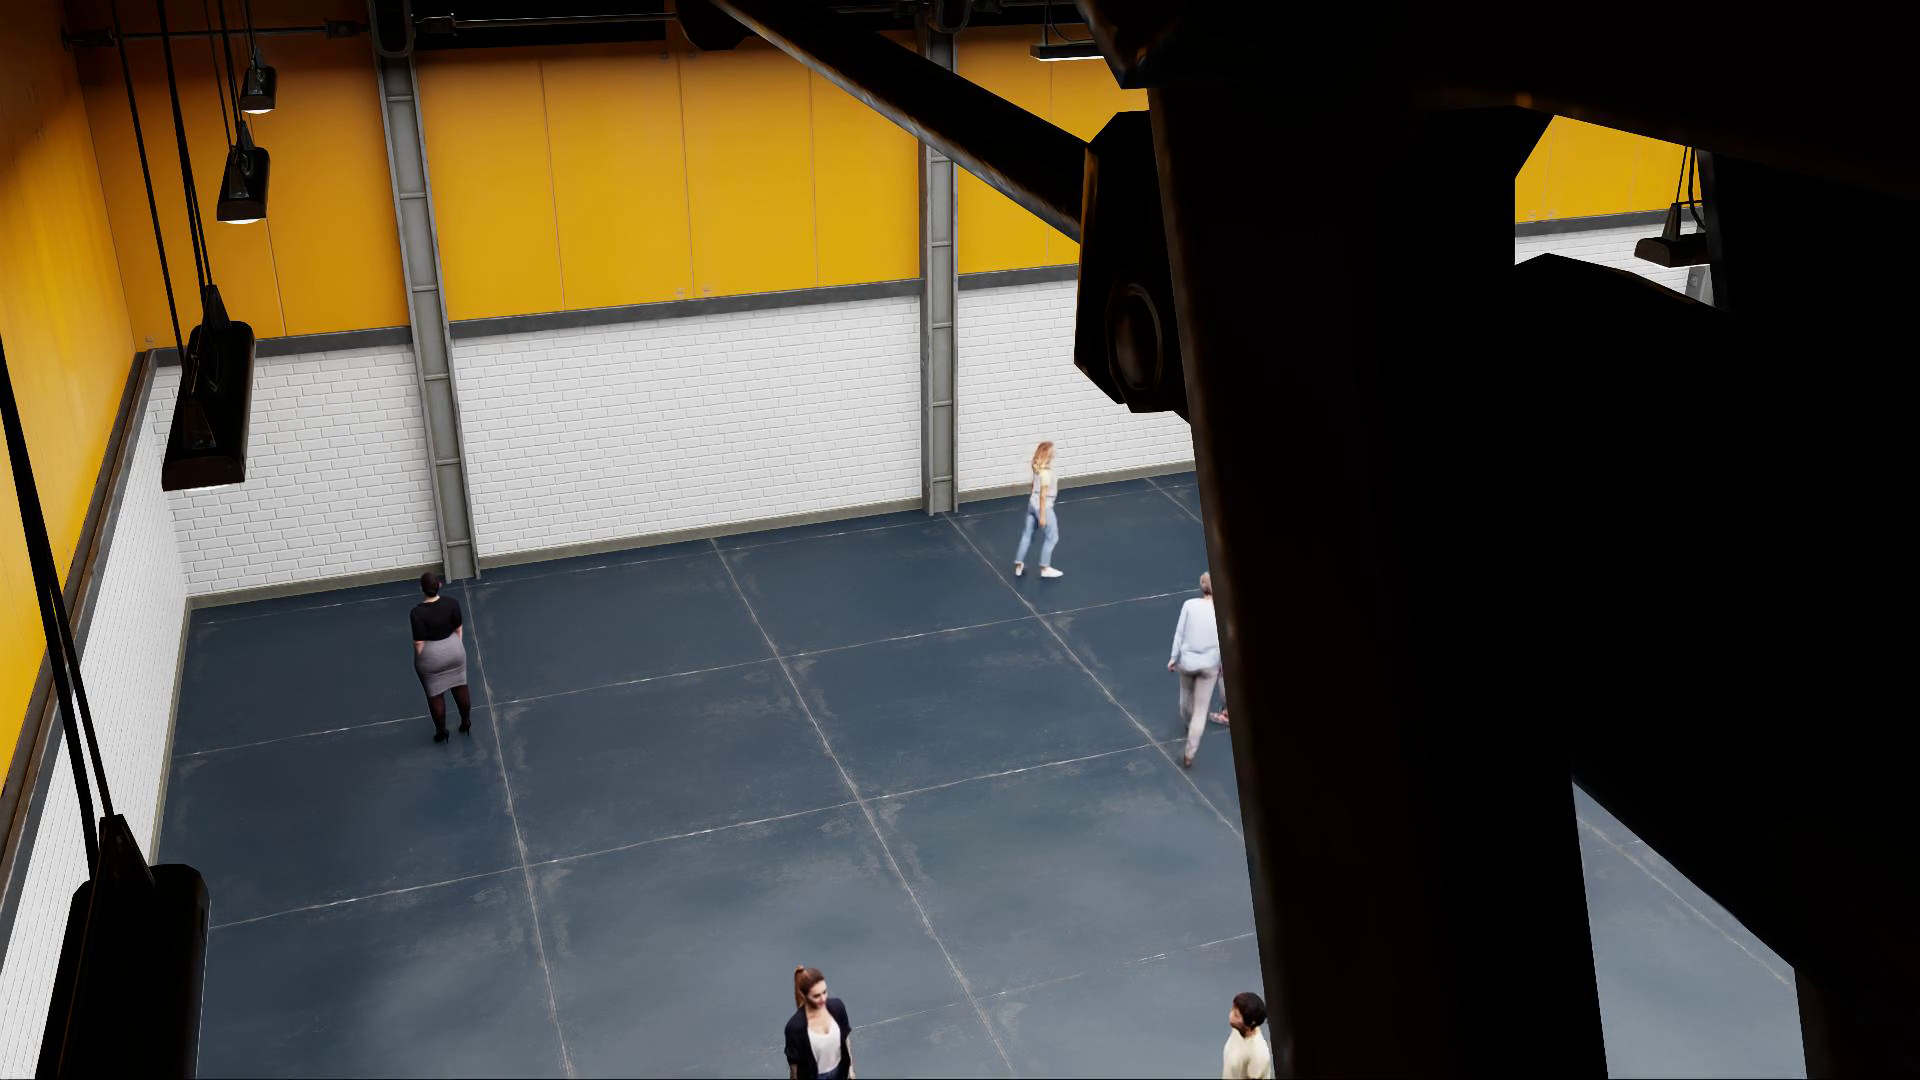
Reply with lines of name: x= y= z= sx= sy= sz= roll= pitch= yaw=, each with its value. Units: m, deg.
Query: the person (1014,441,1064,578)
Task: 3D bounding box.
person: x=0.889 y=-0.342 z=19.355 sx=0.761 sy=1.695 sz=0.681 roll=-10 pitch=26 yaw=-22

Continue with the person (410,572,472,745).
person: x=-4.965 y=1.120 z=15.929 sx=0.688 sy=1.760 sz=0.815 roll=-20 pitch=31 yaw=-38

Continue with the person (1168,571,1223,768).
person: x=2.223 y=1.246 z=15.552 sx=1.209 sy=1.830 sz=1.215 roll=6 pitch=24 yaw=14

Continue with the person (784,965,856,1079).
person: x=-0.962 y=3.432 z=10.778 sx=1.127 sy=1.649 sz=0.941 roll=-19 pitch=30 yaw=-37

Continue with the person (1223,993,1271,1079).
person: x=1.874 y=3.568 z=10.589 sx=1.006 sy=1.551 sz=0.652 roll=-6 pitch=24 yaw=-14
